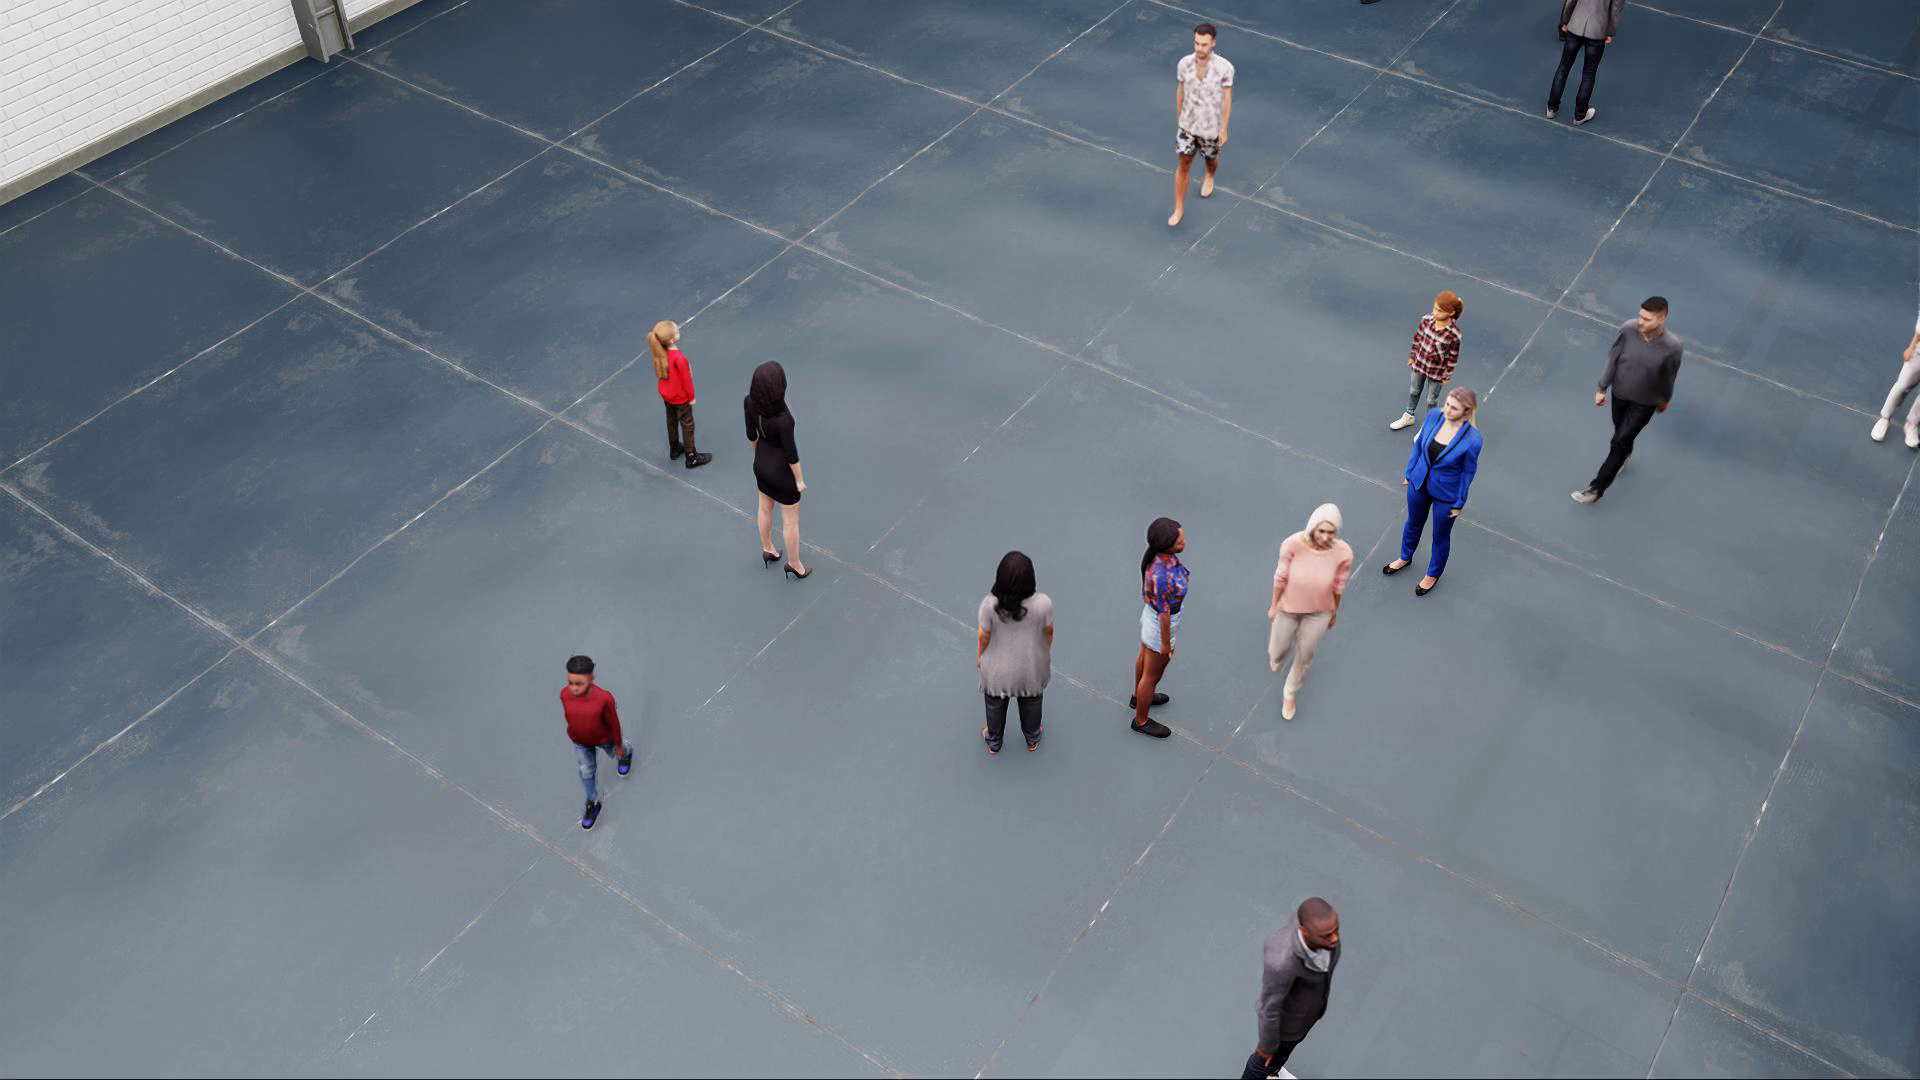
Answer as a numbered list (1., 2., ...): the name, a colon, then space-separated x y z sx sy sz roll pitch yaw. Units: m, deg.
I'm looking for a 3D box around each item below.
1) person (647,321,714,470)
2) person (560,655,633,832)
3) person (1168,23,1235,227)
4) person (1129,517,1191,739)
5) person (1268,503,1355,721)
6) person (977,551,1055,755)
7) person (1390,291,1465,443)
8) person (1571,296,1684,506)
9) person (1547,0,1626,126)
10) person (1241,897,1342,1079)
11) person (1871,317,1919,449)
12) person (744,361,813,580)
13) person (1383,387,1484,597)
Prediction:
1. person: -2.110 -1.098 12.383 0.513 1.281 0.528 32 52 29
2. person: -2.189 1.121 10.084 0.750 1.239 0.933 5 44 5
3. person: 2.186 -3.771 14.816 0.889 1.795 1.193 14 45 14
4. person: 1.235 0.521 10.349 0.732 1.743 0.630 1 44 1
5. person: 2.181 0.368 10.528 0.781 1.717 0.889 7 44 8
6. person: 0.328 0.710 10.247 0.770 1.609 0.825 -4 44 -4
7. person: 3.581 -1.332 12.611 0.563 1.305 0.574 -32 52 -29
8. person: 4.943 -1.089 12.052 0.772 1.725 1.157 31 52 28
9. person: 6.036 -4.915 15.962 0.668 1.871 0.555 25 49 24
10. person: 1.663 2.345 8.381 0.816 1.816 0.565 33 53 30
11. person: 7.335 -1.434 12.440 0.655 1.688 0.610 14 45 14
12. person: -1.256 -0.460 11.332 0.607 1.806 0.509 31 52 29
13. person: 3.249 -0.353 11.298 0.623 1.700 0.674 -31 52 -28
